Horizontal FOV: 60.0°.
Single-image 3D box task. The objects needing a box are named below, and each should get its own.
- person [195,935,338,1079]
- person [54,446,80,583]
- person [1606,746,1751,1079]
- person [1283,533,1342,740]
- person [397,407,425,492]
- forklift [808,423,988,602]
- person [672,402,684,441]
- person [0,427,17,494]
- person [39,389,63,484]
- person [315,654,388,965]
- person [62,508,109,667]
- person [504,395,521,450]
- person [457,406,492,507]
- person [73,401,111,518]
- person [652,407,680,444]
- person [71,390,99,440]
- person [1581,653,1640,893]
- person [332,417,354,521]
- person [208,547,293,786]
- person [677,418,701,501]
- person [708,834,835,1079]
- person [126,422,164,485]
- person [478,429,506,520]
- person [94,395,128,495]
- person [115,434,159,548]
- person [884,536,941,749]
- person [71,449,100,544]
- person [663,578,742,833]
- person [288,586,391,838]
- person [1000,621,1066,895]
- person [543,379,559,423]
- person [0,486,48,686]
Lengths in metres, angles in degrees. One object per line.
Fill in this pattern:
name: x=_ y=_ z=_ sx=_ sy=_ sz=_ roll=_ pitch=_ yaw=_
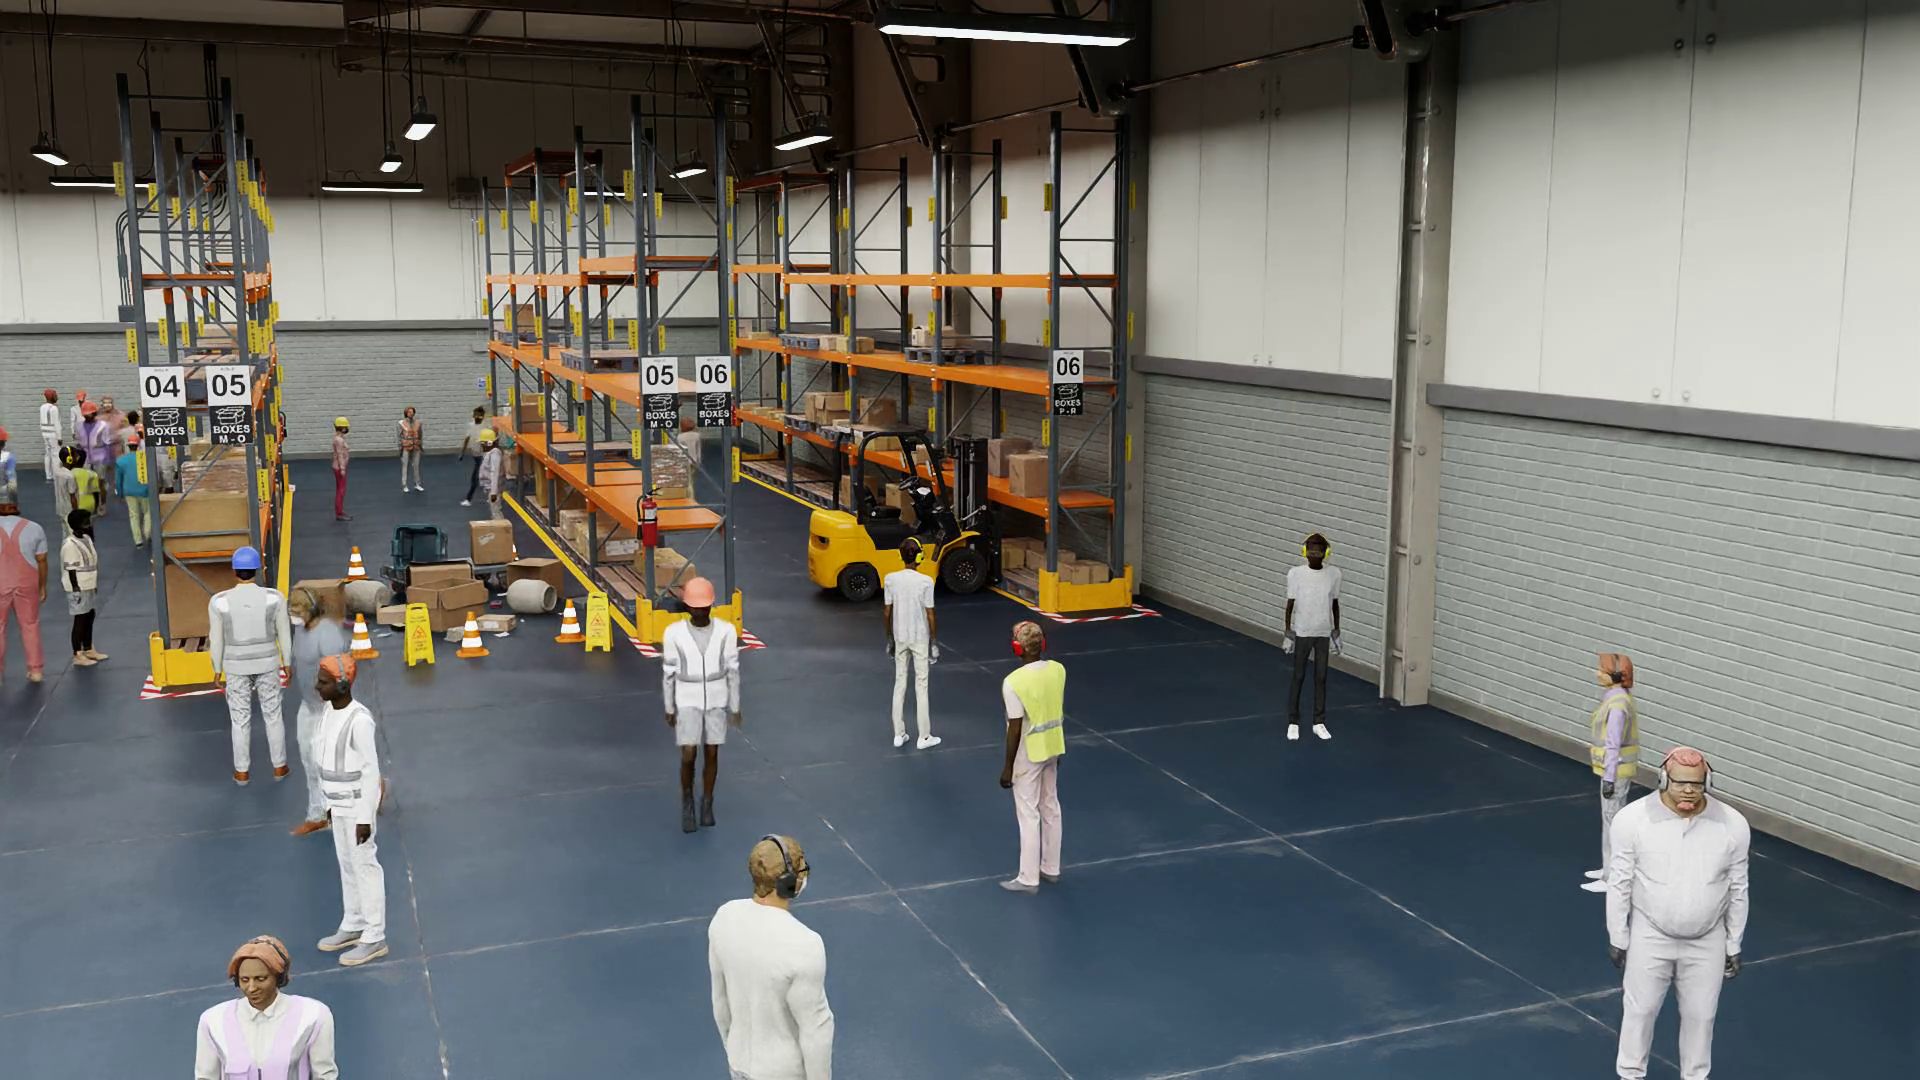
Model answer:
person: x=-2.645 y=2.307 z=6.382 sx=0.514 sy=1.641 sz=0.307 roll=-2 pitch=9 yaw=-13
person: x=-11.921 y=-0.327 z=22.279 sx=0.525 sy=1.867 sz=0.317 roll=8 pitch=12 yaw=40
person: x=3.457 y=1.919 z=8.035 sx=0.636 sy=1.900 sz=0.401 roll=2 pitch=9 yaw=12
person: x=3.150 y=0.863 z=14.793 sx=0.551 sy=1.863 sz=0.359 roll=-1 pitch=9 yaw=-4
person: x=-10.535 y=-1.740 z=31.874 sx=0.315 sy=1.635 sz=0.538 roll=9 pitch=12 yaw=43
forklift: x=-0.830 y=-0.399 z=21.676 sx=2.313 sy=2.155 sz=1.214 roll=-4 pitch=10 yaw=-21
person: x=-5.891 y=-2.185 z=34.677 sx=0.284 sy=1.633 sz=0.498 roll=1 pitch=9 yaw=6
person: x=-13.686 y=-0.622 z=23.720 sx=0.601 sy=1.979 sz=1.034 roll=-1 pitch=9 yaw=-9
person: x=-18.044 y=-2.054 z=33.065 sx=0.585 sy=1.882 sz=0.337 roll=6 pitch=11 yaw=34
person: x=-3.680 y=1.608 z=10.022 sx=0.360 sy=1.882 sz=0.575 roll=-8 pitch=12 yaw=-40
person: x=-9.302 y=0.500 z=17.610 sx=0.320 sy=1.686 sz=0.542 roll=-1 pitch=9 yaw=-8
person: x=-9.402 y=-2.333 z=35.213 sx=0.319 sy=1.763 sz=0.522 roll=7 pitch=12 yaw=39
person: x=-8.653 y=-1.509 z=29.925 sx=0.546 sy=1.806 sz=1.018 roll=5 pitch=10 yaw=28
person: x=-14.734 y=-1.349 z=28.204 sx=0.627 sy=2.010 sz=0.765 roll=-1 pitch=9 yaw=-6
person: x=-6.112 y=-2.289 z=34.684 sx=0.633 sy=1.839 sz=0.429 roll=-4 pitch=10 yaw=-25
person: x=-18.372 y=-2.283 z=34.957 sx=0.577 sy=1.737 sz=0.354 roll=-1 pitch=9 yaw=-9
person: x=4.376 y=1.557 z=11.142 sx=0.313 sy=1.632 sz=0.518 roll=4 pitch=10 yaw=23
person: x=-10.430 y=-1.203 z=28.113 sx=0.344 sy=1.758 sz=0.527 roll=-4 pitch=10 yaw=-22
person: x=-5.753 y=1.020 z=13.518 sx=0.618 sy=1.945 sz=0.394 roll=-4 pitch=10 yaw=-24
person: x=-4.930 y=-1.381 z=29.734 sx=0.696 sy=1.593 sz=0.547 roll=7 pitch=11 yaw=36
person: x=-0.732 y=2.114 z=6.662 sx=0.633 sy=1.939 sz=0.368 roll=8 pitch=12 yaw=41
person: x=-13.403 y=-1.073 z=27.363 sx=0.580 sy=1.725 sz=0.639 roll=-6 pitch=11 yaw=-33
person: x=-7.090 y=-0.774 z=25.231 sx=0.403 sy=1.820 sz=0.594 roll=-3 pitch=10 yaw=-20
person: x=-15.958 y=-1.773 z=31.275 sx=0.651 sy=1.891 sz=0.432 roll=-6 pitch=11 yaw=-32
person: x=-12.534 y=-0.759 z=25.370 sx=0.597 sy=1.726 sz=0.680 roll=-3 pitch=10 yaw=-20
person: x=-0.412 y=0.894 z=14.559 sx=0.510 sy=1.872 sz=0.328 roll=4 pitch=10 yaw=22
person: x=-12.594 y=-0.471 z=23.805 sx=0.547 sy=1.667 sz=0.810 roll=-4 pitch=10 yaw=-25
person: x=-1.901 y=1.221 z=12.343 sx=0.555 sy=1.914 sz=0.595 roll=-3 pitch=9 yaw=-17
person: x=-4.594 y=1.244 z=12.243 sx=0.634 sy=1.907 sz=0.671 roll=-9 pitch=13 yaw=-44
person: x=0.495 y=1.456 z=11.112 sx=0.397 sy=1.840 sz=0.564 roll=8 pitch=12 yaw=42
person: x=-9.007 y=-2.601 z=36.517 sx=0.361 sy=1.882 sz=0.575 roll=4 pitch=10 yaw=26
person: x=-9.617 y=0.445 z=16.846 sx=0.685 sy=2.000 sz=0.536 roll=-7 pitch=11 yaw=-37
